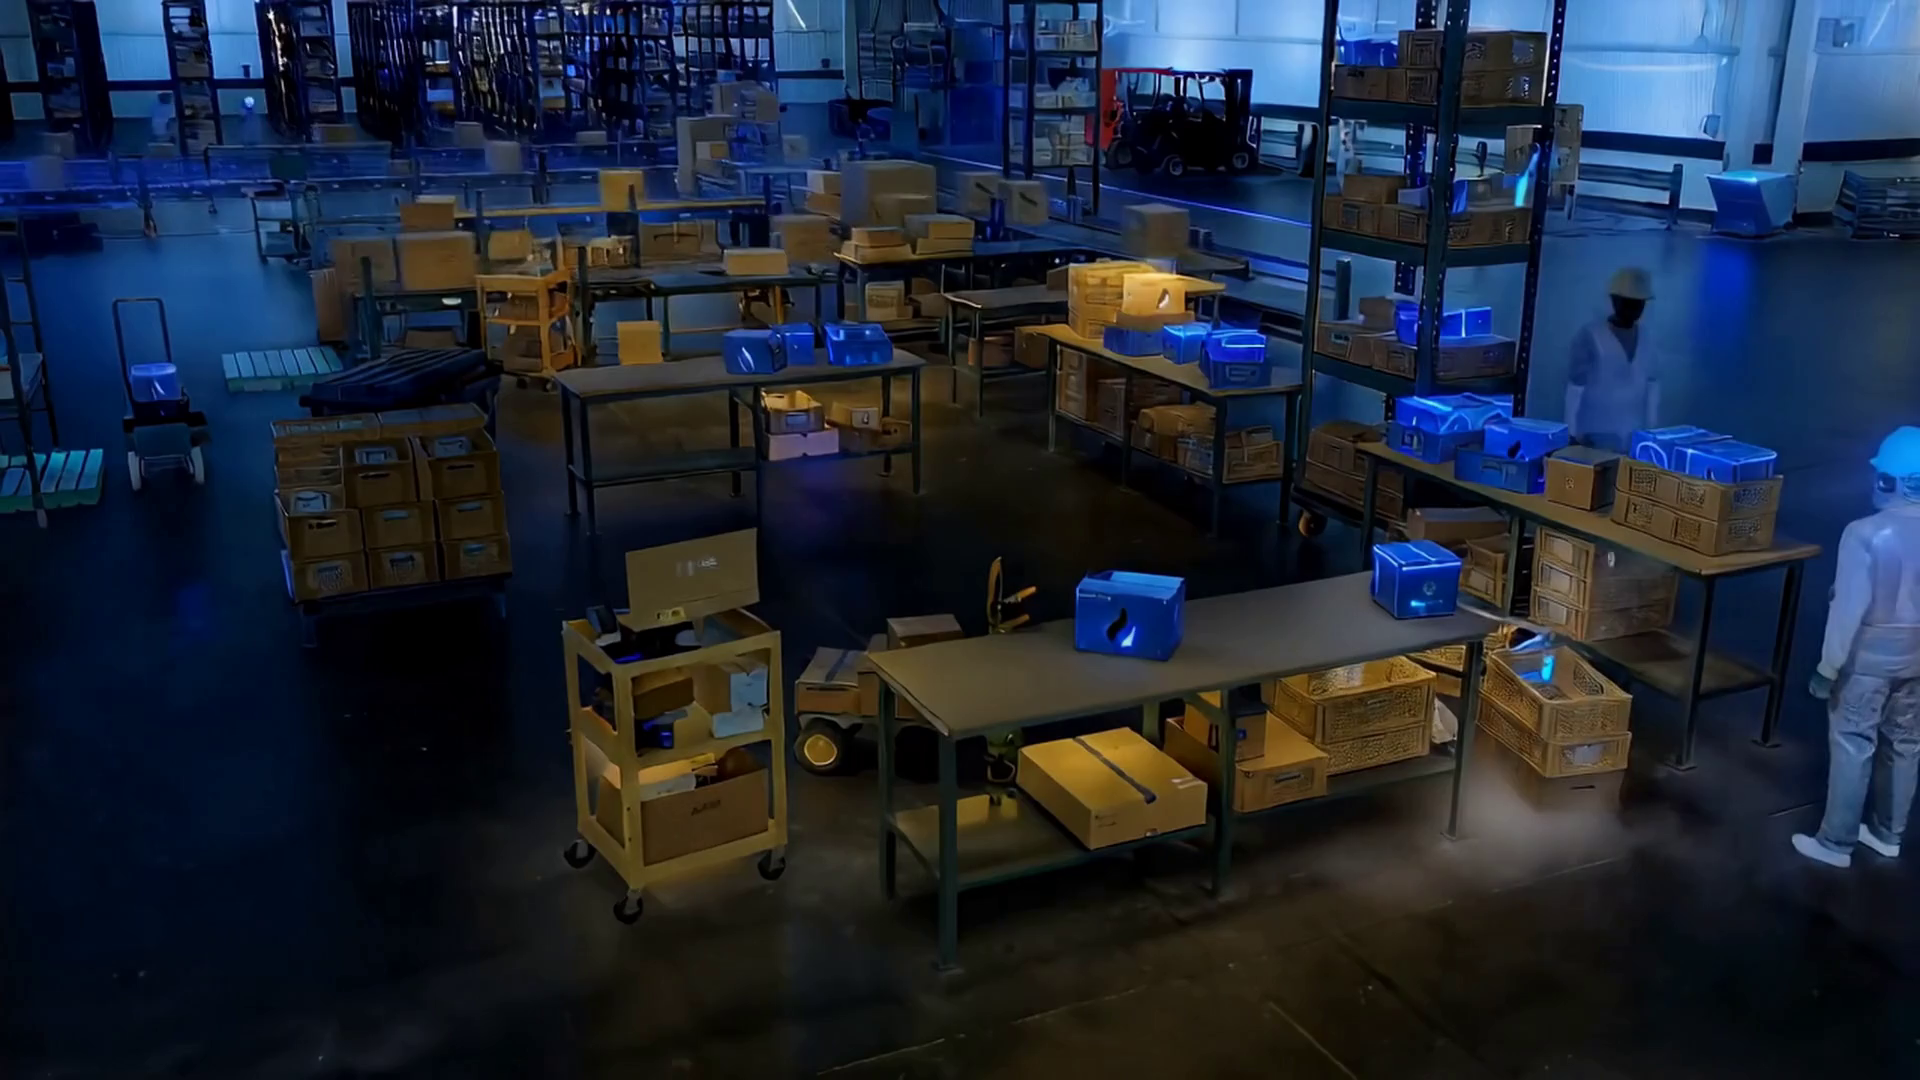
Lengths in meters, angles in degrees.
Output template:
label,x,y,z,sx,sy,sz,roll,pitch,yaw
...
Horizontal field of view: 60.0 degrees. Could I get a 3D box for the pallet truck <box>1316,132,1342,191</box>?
label,x,y,z,sx,sy,sz,roll,pitch,yaw
pallet truck,7.723,-7.504,32.656,1.601,1.201,0.680,-8,19,-23

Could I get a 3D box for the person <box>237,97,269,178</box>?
label,x,y,z,sx,sy,sz,roll,pitch,yaw
person,-14.378,-8.118,33.801,0.630,1.722,0.341,3,18,10

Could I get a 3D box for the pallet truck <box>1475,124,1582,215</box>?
label,x,y,z,sx,sy,sz,roll,pitch,yaw
pallet truck,9.707,-6.455,28.103,1.885,1.965,0.823,-7,19,-20

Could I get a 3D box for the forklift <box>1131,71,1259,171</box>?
label,x,y,z,sx,sy,sz,roll,pitch,yaw
forklift,4.998,-8.936,35.413,2.680,1.987,1.157,-9,20,-25

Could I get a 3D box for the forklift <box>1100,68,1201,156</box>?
label,x,y,z,sx,sy,sz,roll,pitch,yaw
forklift,4.082,-9.564,37.410,2.680,1.987,1.157,-8,19,-23

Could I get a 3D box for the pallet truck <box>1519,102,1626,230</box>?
label,x,y,z,sx,sy,sz,roll,pitch,yaw
pallet truck,9.972,-6.037,26.785,1.885,1.965,0.823,-9,20,-25

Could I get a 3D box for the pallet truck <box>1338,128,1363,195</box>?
label,x,y,z,sx,sy,sz,roll,pitch,yaw
pallet truck,7.845,-7.140,31.411,1.522,1.261,0.704,-9,20,-25

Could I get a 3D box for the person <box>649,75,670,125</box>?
label,x,y,z,sx,sy,sz,roll,pitch,yaw
person,-8.549,-12.265,46.458,0.675,1.975,0.633,-6,19,-19

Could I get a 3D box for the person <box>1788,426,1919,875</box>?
label,x,y,z,sx,sy,sz,roll,pitch,yaw
person,3.654,0.450,6.619,0.592,1.832,0.404,-4,18,-13

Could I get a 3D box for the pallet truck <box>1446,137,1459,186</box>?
label,x,y,z,sx,sy,sz,roll,pitch,yaw
pallet truck,9.184,-6.485,29.328,1.630,1.274,0.653,-8,19,-23

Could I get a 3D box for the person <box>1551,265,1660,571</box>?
label,x,y,z,sx,sy,sz,roll,pitch,yaw
person,3.966,-0.737,10.217,0.546,1.922,0.570,-5,18,-15

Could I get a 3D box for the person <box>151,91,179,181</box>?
label,x,y,z,sx,sy,sz,roll,pitch,yaw
person,-16.449,-8.338,34.341,0.580,1.802,0.541,16,23,40
